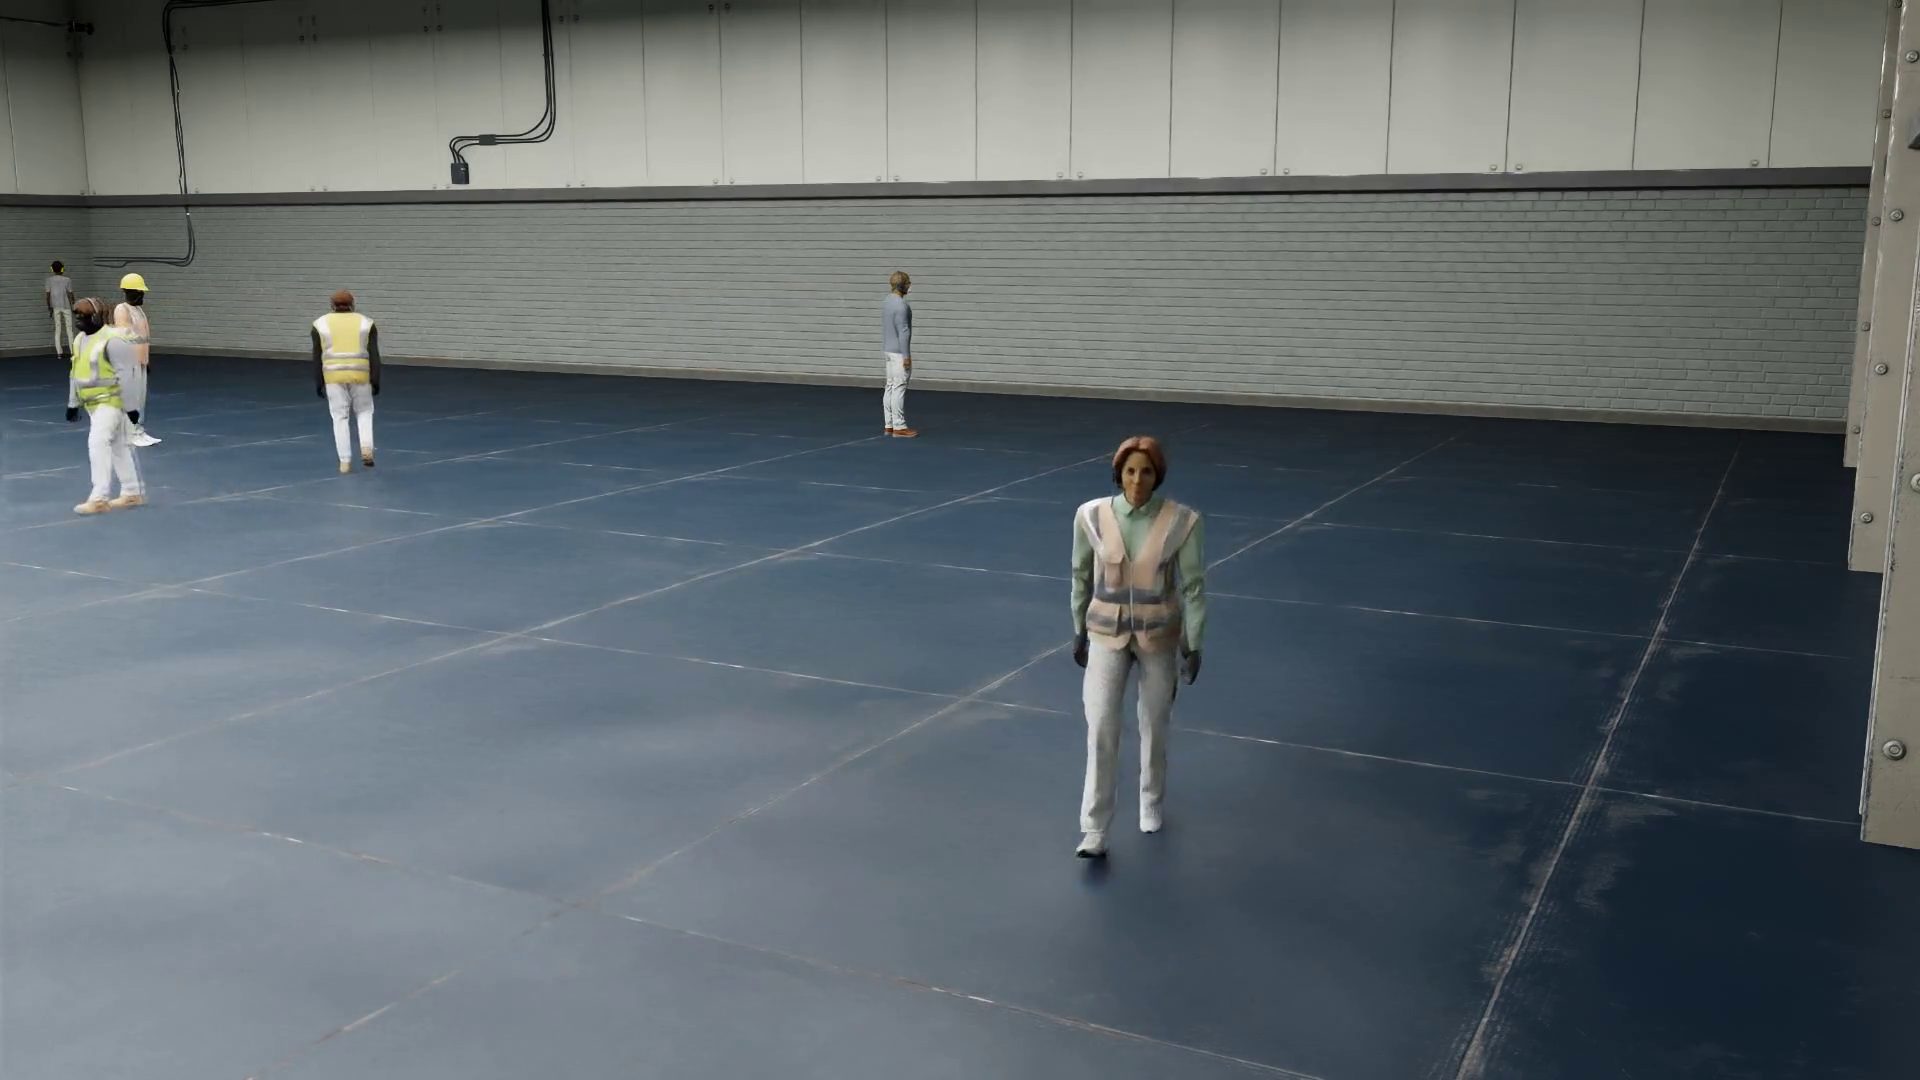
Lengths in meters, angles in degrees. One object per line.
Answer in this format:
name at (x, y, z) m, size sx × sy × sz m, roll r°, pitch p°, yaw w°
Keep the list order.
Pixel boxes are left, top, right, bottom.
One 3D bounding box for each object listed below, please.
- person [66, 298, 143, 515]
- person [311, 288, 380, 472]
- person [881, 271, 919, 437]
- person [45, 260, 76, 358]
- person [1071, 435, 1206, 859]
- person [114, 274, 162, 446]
person at (-7.370, -1.136, 14.154) m, size 0.637 × 1.809 × 0.811 m, roll 8°, pitch 13°, yaw 38°
person at (-6.138, -1.597, 16.655) m, size 0.631 × 1.825 × 0.443 m, roll -4°, pitch 11°, yaw -21°
person at (-0.716, -2.170, 19.457) m, size 0.357 × 1.937 × 0.637 m, roll -4°, pitch 11°, yaw -21°
person at (-17.195, -4.409, 31.856) m, size 0.508 × 1.872 × 0.329 m, roll -2°, pitch 11°, yaw -12°
person at (0.664, 0.411, 6.314) m, size 0.524 × 1.596 × 0.835 m, roll 2°, pitch 11°, yaw 11°
person at (-9.217, -2.013, 18.634) m, size 0.381 × 1.923 × 0.594 m, roll -2°, pitch 11°, yaw -9°
